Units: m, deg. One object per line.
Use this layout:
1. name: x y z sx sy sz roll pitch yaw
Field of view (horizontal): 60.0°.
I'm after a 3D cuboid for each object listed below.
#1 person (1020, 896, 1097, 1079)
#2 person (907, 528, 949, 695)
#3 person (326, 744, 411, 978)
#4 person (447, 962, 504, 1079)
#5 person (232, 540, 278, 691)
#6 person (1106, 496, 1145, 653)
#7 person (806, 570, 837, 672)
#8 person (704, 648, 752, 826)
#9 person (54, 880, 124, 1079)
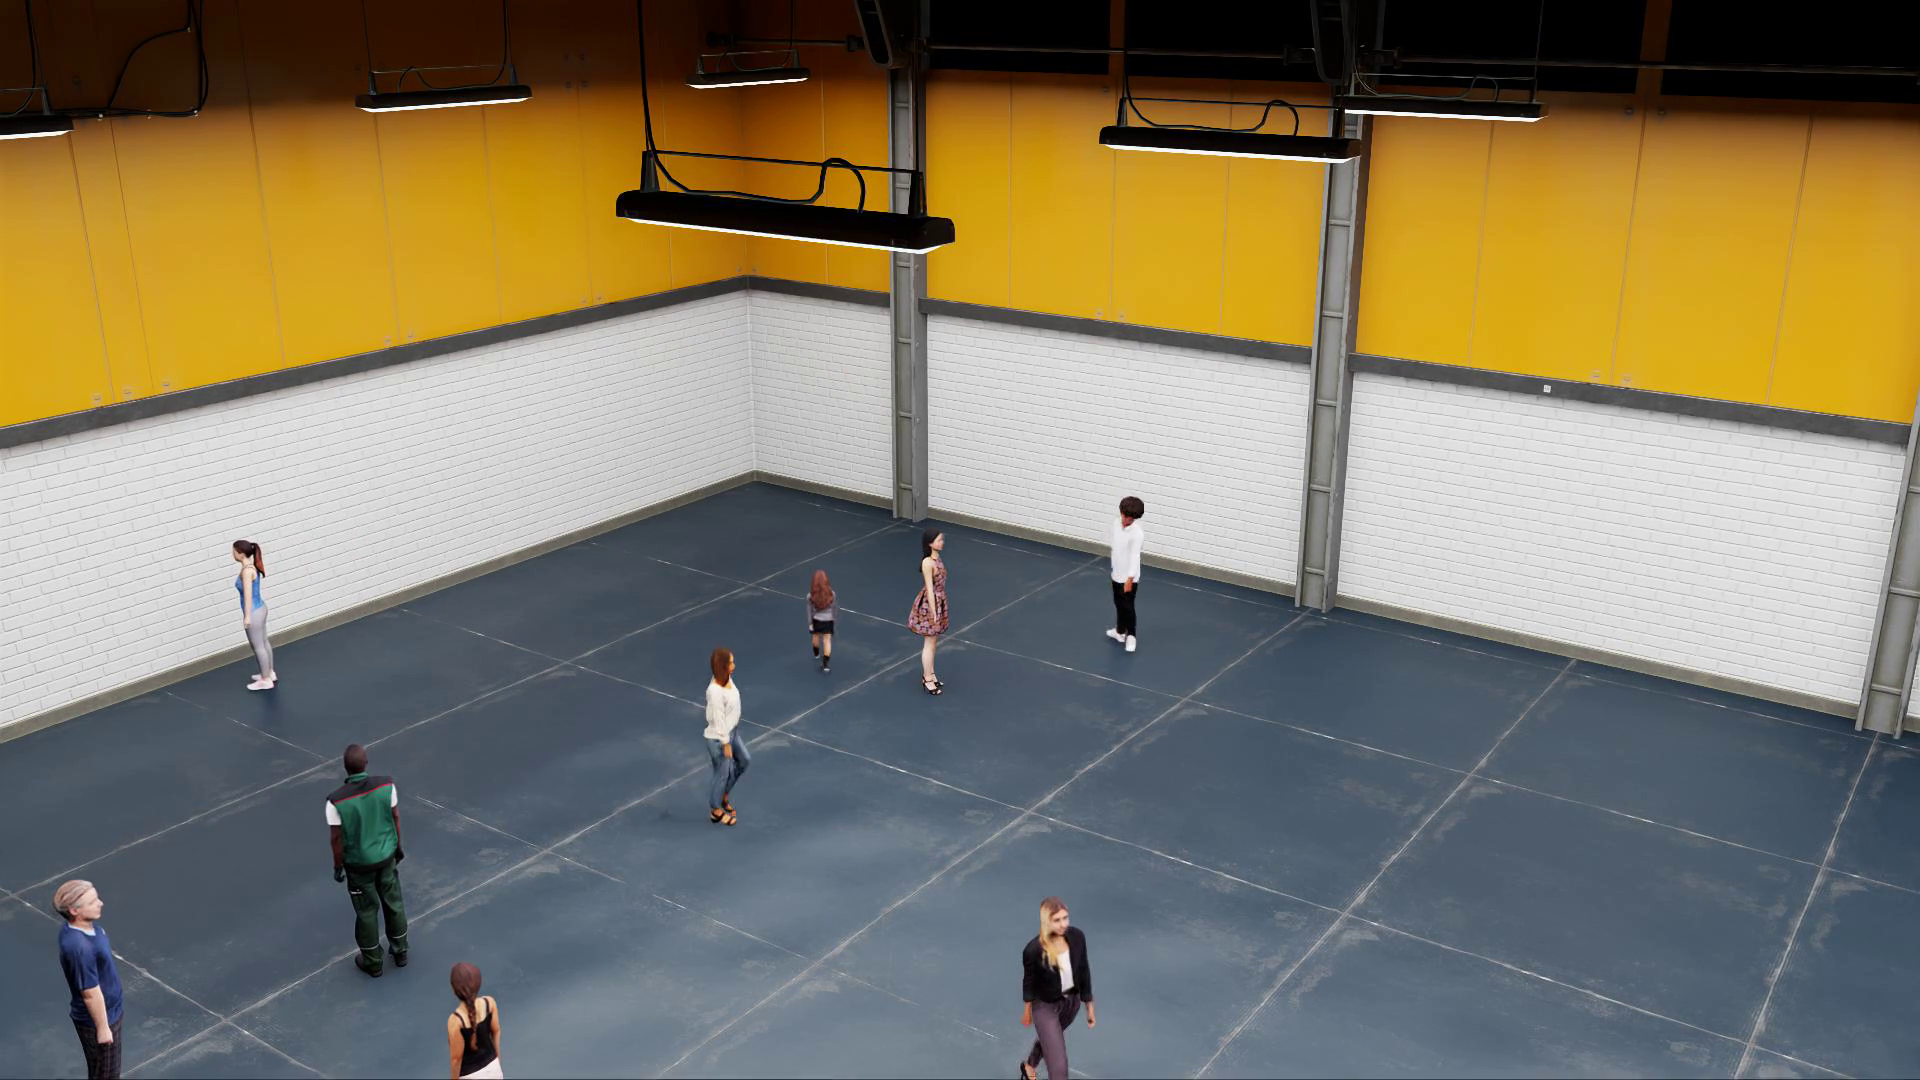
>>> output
1. person: 0.564 3.000 10.684 0.876 1.612 1.158 -11 22 -30
2. person: -0.283 0.722 17.191 0.817 1.776 0.784 3 19 8
3. person: -4.351 2.349 12.262 0.750 1.839 0.707 -14 23 -36
4. person: -2.914 3.240 10.047 0.490 1.564 0.533 13 23 34
5. person: -7.354 0.760 17.341 0.709 1.608 0.645 -4 19 -11
6. person: 1.812 0.316 18.371 0.937 1.793 0.741 -5 19 -14
7. person: -1.468 0.873 17.839 0.766 1.077 0.821 -3 19 -9
8. person: -2.145 1.703 14.443 0.761 1.671 0.750 2 19 5
9. person: -5.390 2.963 10.388 0.798 1.870 0.658 -9 21 -25
